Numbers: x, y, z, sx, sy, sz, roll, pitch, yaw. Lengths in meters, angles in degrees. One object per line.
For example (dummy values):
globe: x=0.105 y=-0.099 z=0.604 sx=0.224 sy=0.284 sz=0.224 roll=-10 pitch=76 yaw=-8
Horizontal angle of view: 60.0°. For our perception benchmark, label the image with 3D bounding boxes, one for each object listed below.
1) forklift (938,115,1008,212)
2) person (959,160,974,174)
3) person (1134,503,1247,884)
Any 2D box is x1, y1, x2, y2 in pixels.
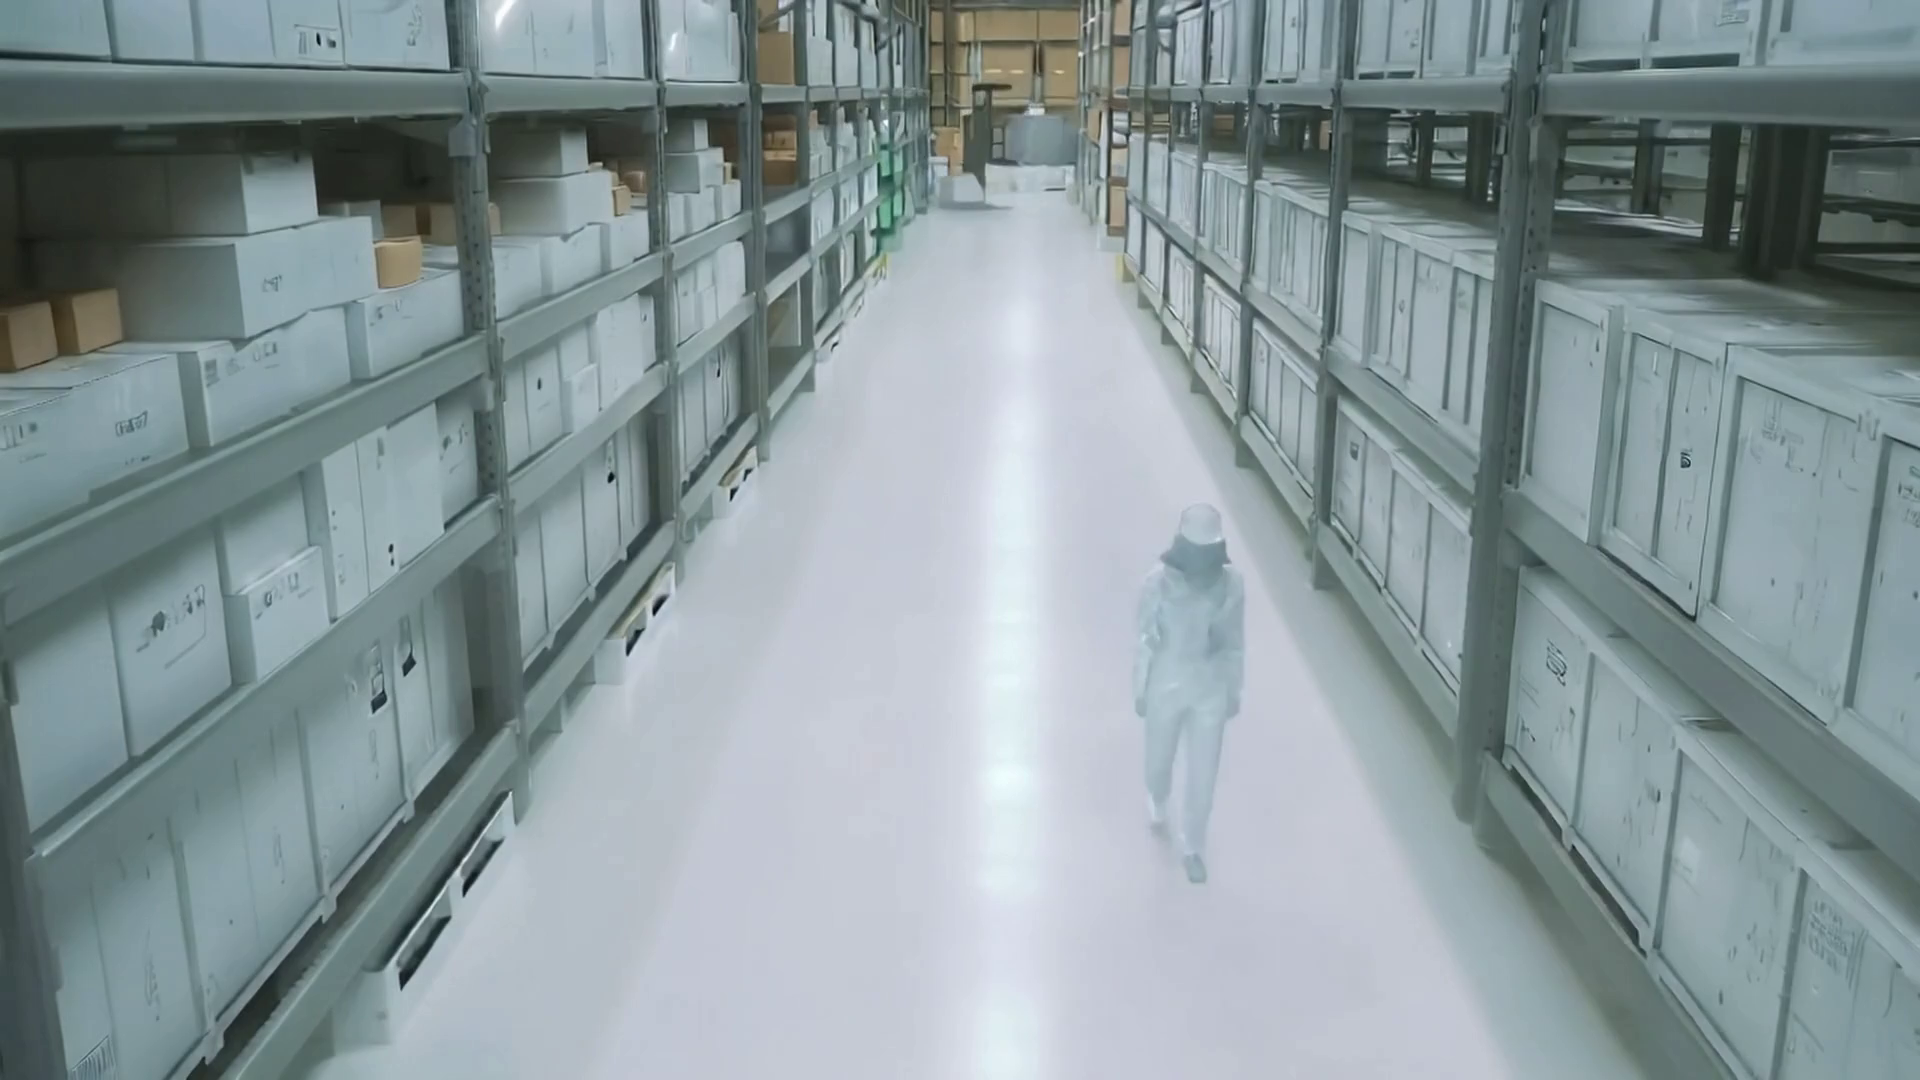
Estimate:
forklift: x=0.370 y=-11.291 z=49.801 sx=1.873 sy=2.768 sz=1.129 roll=-8 pitch=17 yaw=-28
person: x=0.235 y=-11.830 z=54.191 sx=0.524 sy=1.627 sz=0.455 roll=-11 pitch=19 yaw=-36
person: x=1.036 y=0.653 z=7.521 sx=0.502 sy=1.726 sz=0.530 roll=0 pitch=15 yaw=1
